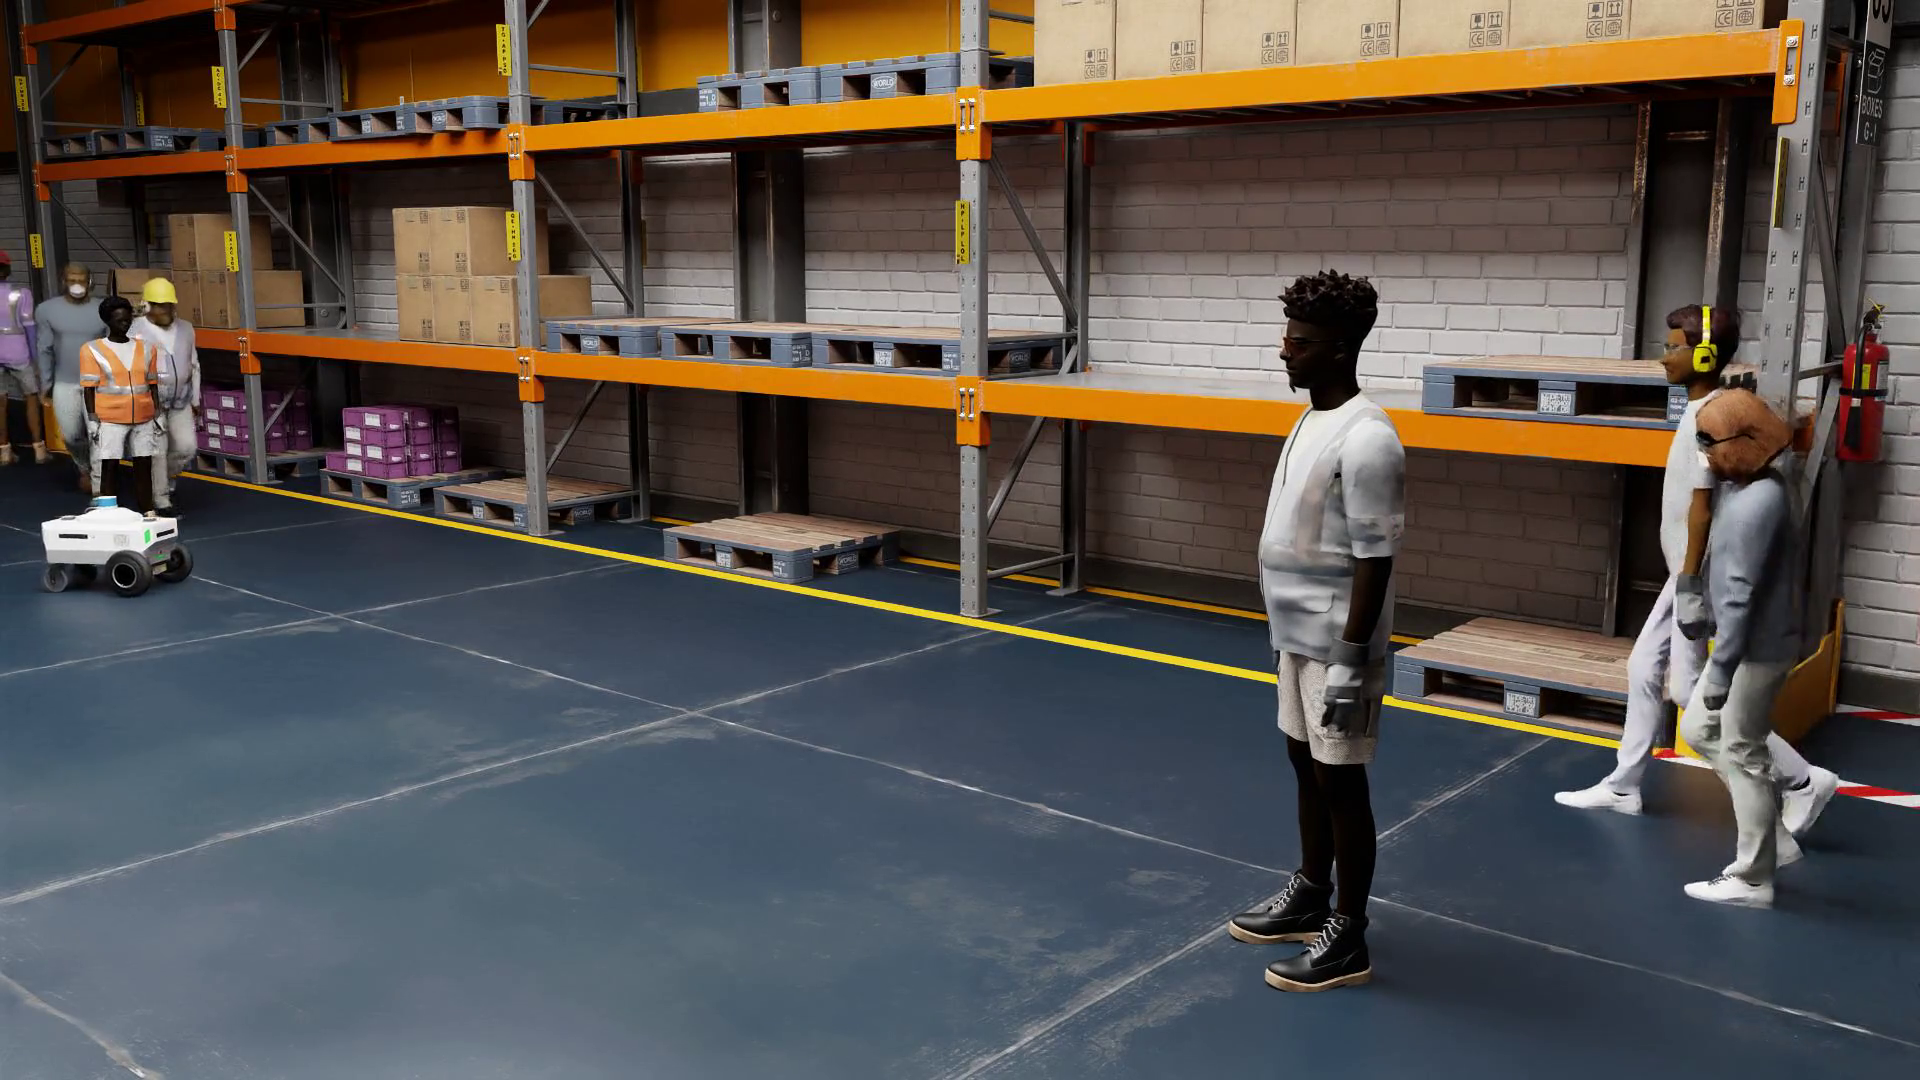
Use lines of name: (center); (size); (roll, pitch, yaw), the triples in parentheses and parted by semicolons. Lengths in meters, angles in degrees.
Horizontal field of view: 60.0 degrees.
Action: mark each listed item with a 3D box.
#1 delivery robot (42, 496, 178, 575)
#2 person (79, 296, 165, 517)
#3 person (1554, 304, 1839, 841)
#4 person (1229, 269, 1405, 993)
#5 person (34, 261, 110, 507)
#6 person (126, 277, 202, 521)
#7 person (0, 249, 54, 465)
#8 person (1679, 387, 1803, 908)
delivery robot: (-5.031, -0.018, 9.845); (0.707, 0.478, 0.477); (1, 10, 7)
person: (-5.775, -0.832, 11.498); (0.317, 1.697, 0.539); (8, 13, 40)
person: (2.557, 0.117, 5.699); (0.853, 1.844, 0.530); (5, 11, 27)
person: (0.996, 0.249, 4.575); (0.368, 1.966, 0.603); (-1, 10, -6)
person: (-6.936, -1.240, 13.175); (0.649, 1.923, 0.639); (-4, 11, -20)
person: (-5.916, -1.037, 12.347); (0.517, 1.809, 0.642); (7, 12, 34)
person: (-8.888, -1.704, 15.512); (0.660, 2.030, 0.429); (-1, 10, -7)
person: (2.367, 0.340, 5.039); (0.353, 1.611, 0.563); (5, 11, 27)
